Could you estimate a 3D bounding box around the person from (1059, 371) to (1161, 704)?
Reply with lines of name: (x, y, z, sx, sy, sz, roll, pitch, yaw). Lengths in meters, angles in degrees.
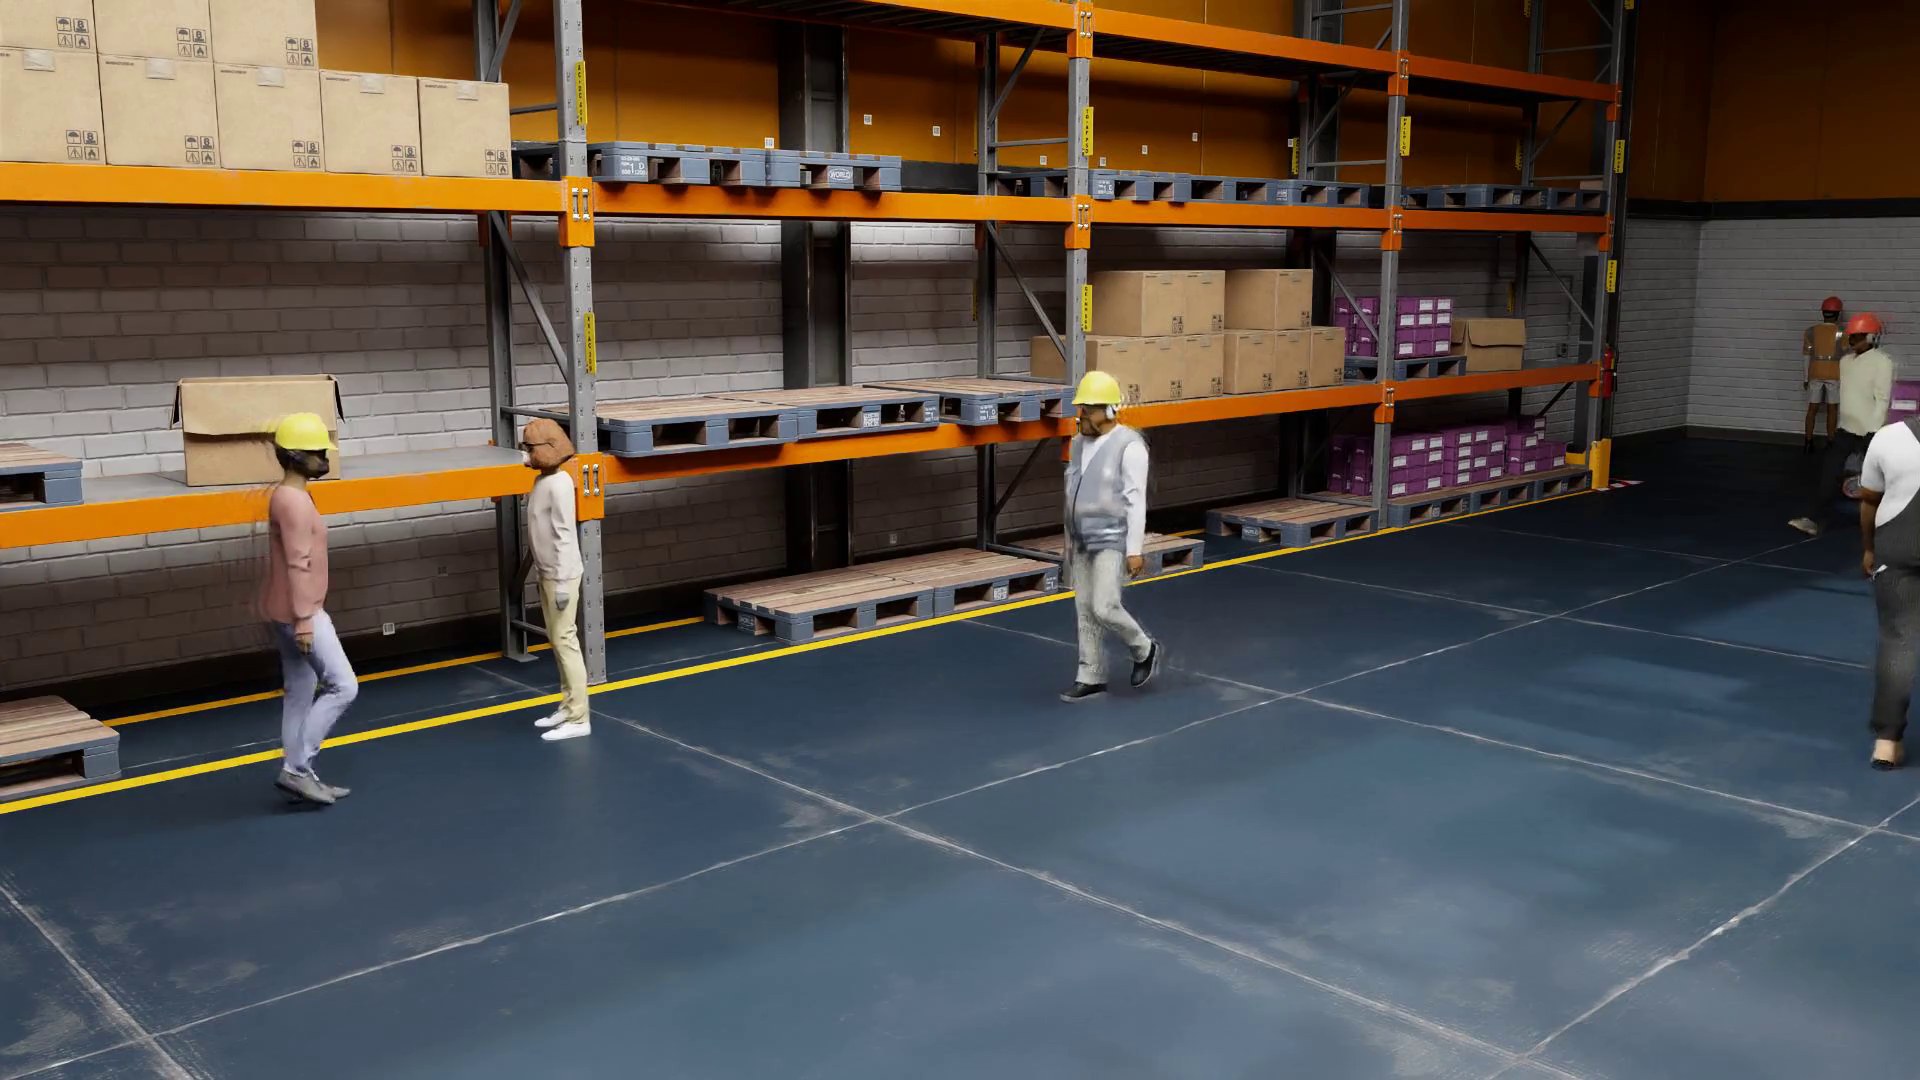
person: (0.801, -0.012, 9.054, 0.517, 1.819, 0.612, -6, 12, -34)

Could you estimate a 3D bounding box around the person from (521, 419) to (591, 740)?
person: (-2.043, 0.197, 8.415, 0.288, 1.628, 0.502, -5, 11, -26)

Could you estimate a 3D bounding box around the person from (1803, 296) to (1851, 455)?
person: (10.633, -2.012, 20.417, 0.544, 1.939, 0.354, 9, 13, 41)

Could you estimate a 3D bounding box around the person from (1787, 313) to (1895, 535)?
person: (7.781, -0.990, 14.432, 1.017, 1.939, 0.641, -2, 10, -14)

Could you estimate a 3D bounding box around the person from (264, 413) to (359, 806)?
person: (-2.854, 0.318, 7.300, 0.364, 1.751, 0.548, -5, 11, -26)

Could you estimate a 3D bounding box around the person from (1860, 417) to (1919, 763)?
person: (4.738, 0.045, 8.077, 0.686, 2.000, 1.039, 6, 11, 32)
